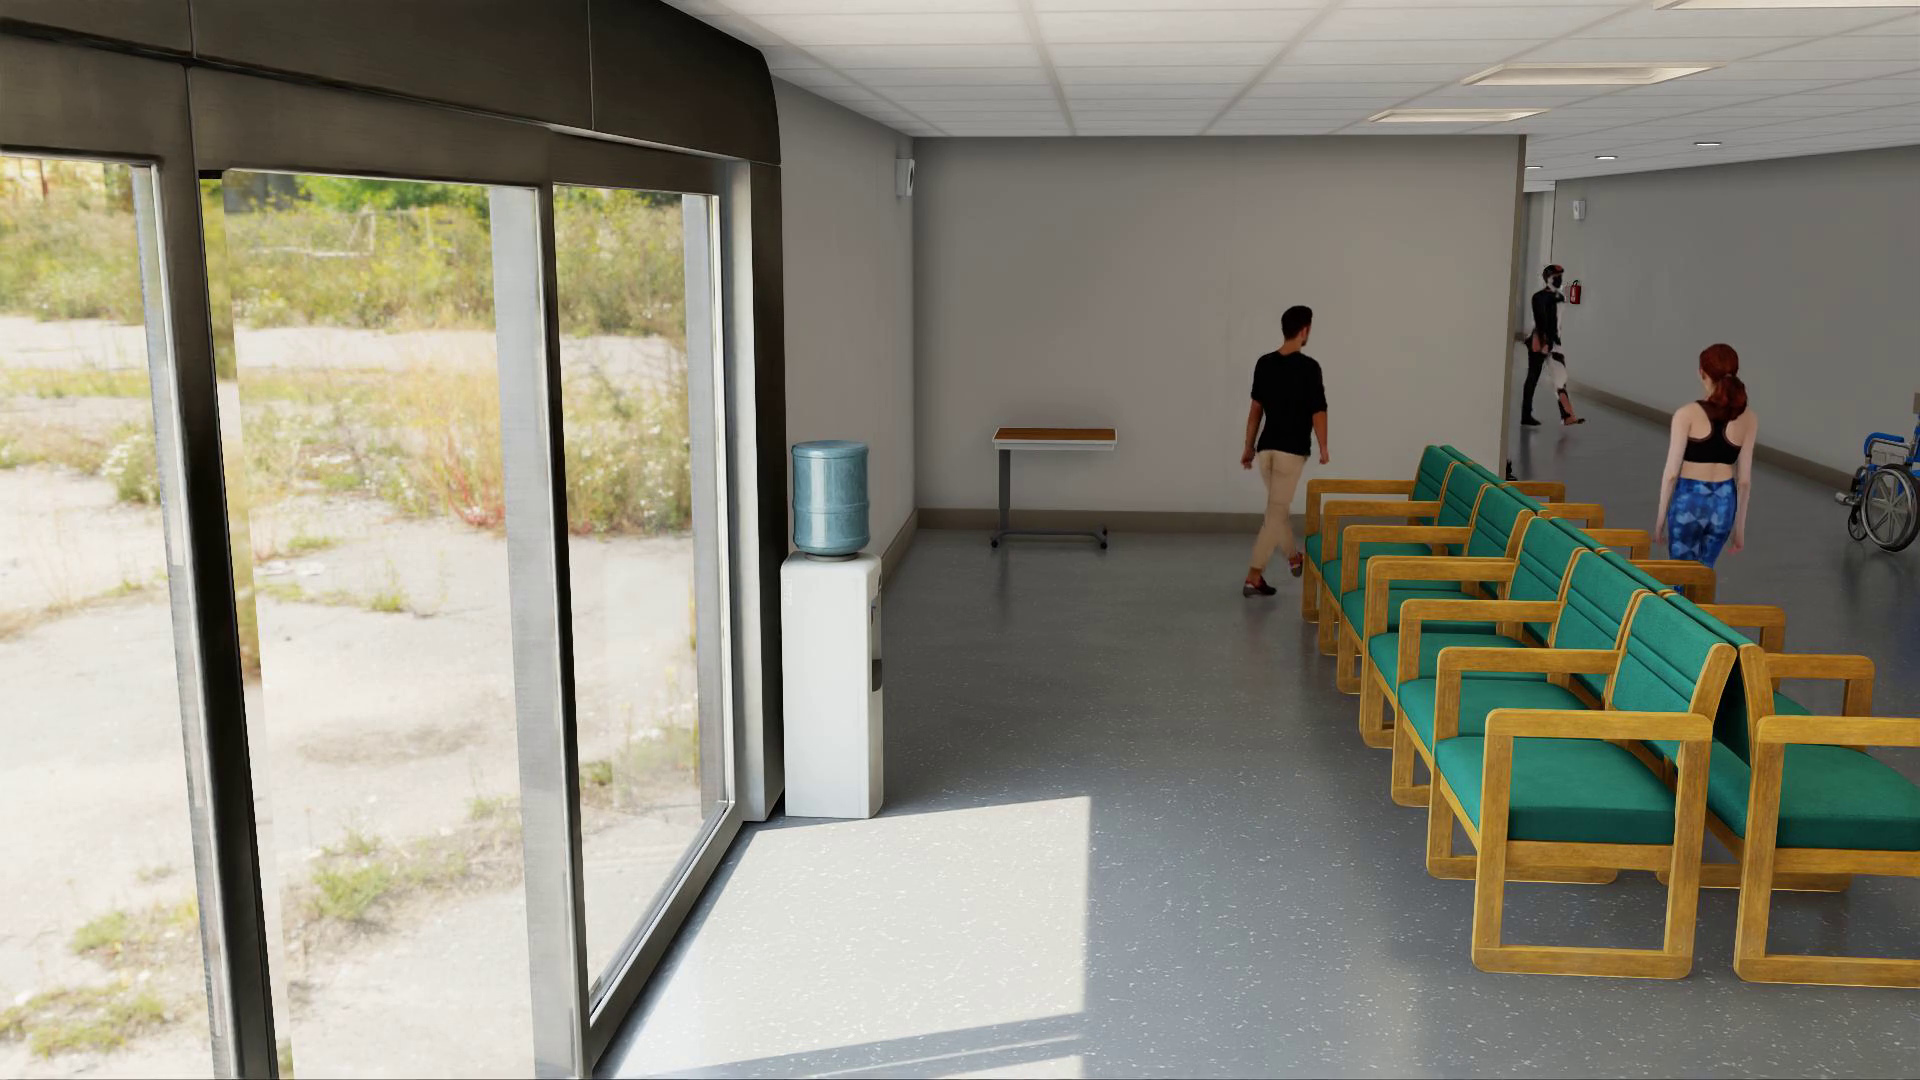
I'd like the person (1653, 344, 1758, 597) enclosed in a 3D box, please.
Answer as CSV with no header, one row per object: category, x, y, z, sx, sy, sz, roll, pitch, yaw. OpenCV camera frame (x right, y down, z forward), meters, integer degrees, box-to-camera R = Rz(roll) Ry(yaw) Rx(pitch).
person,3.598,-0.028,8.023,1.147,1.746,0.680,0,11,1

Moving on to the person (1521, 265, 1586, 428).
person,6.749,-2.248,19.409,1.078,1.863,1.065,-6,12,-27

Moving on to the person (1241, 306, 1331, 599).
person,1.966,-0.516,10.416,1.173,1.812,1.134,-10,15,-43
